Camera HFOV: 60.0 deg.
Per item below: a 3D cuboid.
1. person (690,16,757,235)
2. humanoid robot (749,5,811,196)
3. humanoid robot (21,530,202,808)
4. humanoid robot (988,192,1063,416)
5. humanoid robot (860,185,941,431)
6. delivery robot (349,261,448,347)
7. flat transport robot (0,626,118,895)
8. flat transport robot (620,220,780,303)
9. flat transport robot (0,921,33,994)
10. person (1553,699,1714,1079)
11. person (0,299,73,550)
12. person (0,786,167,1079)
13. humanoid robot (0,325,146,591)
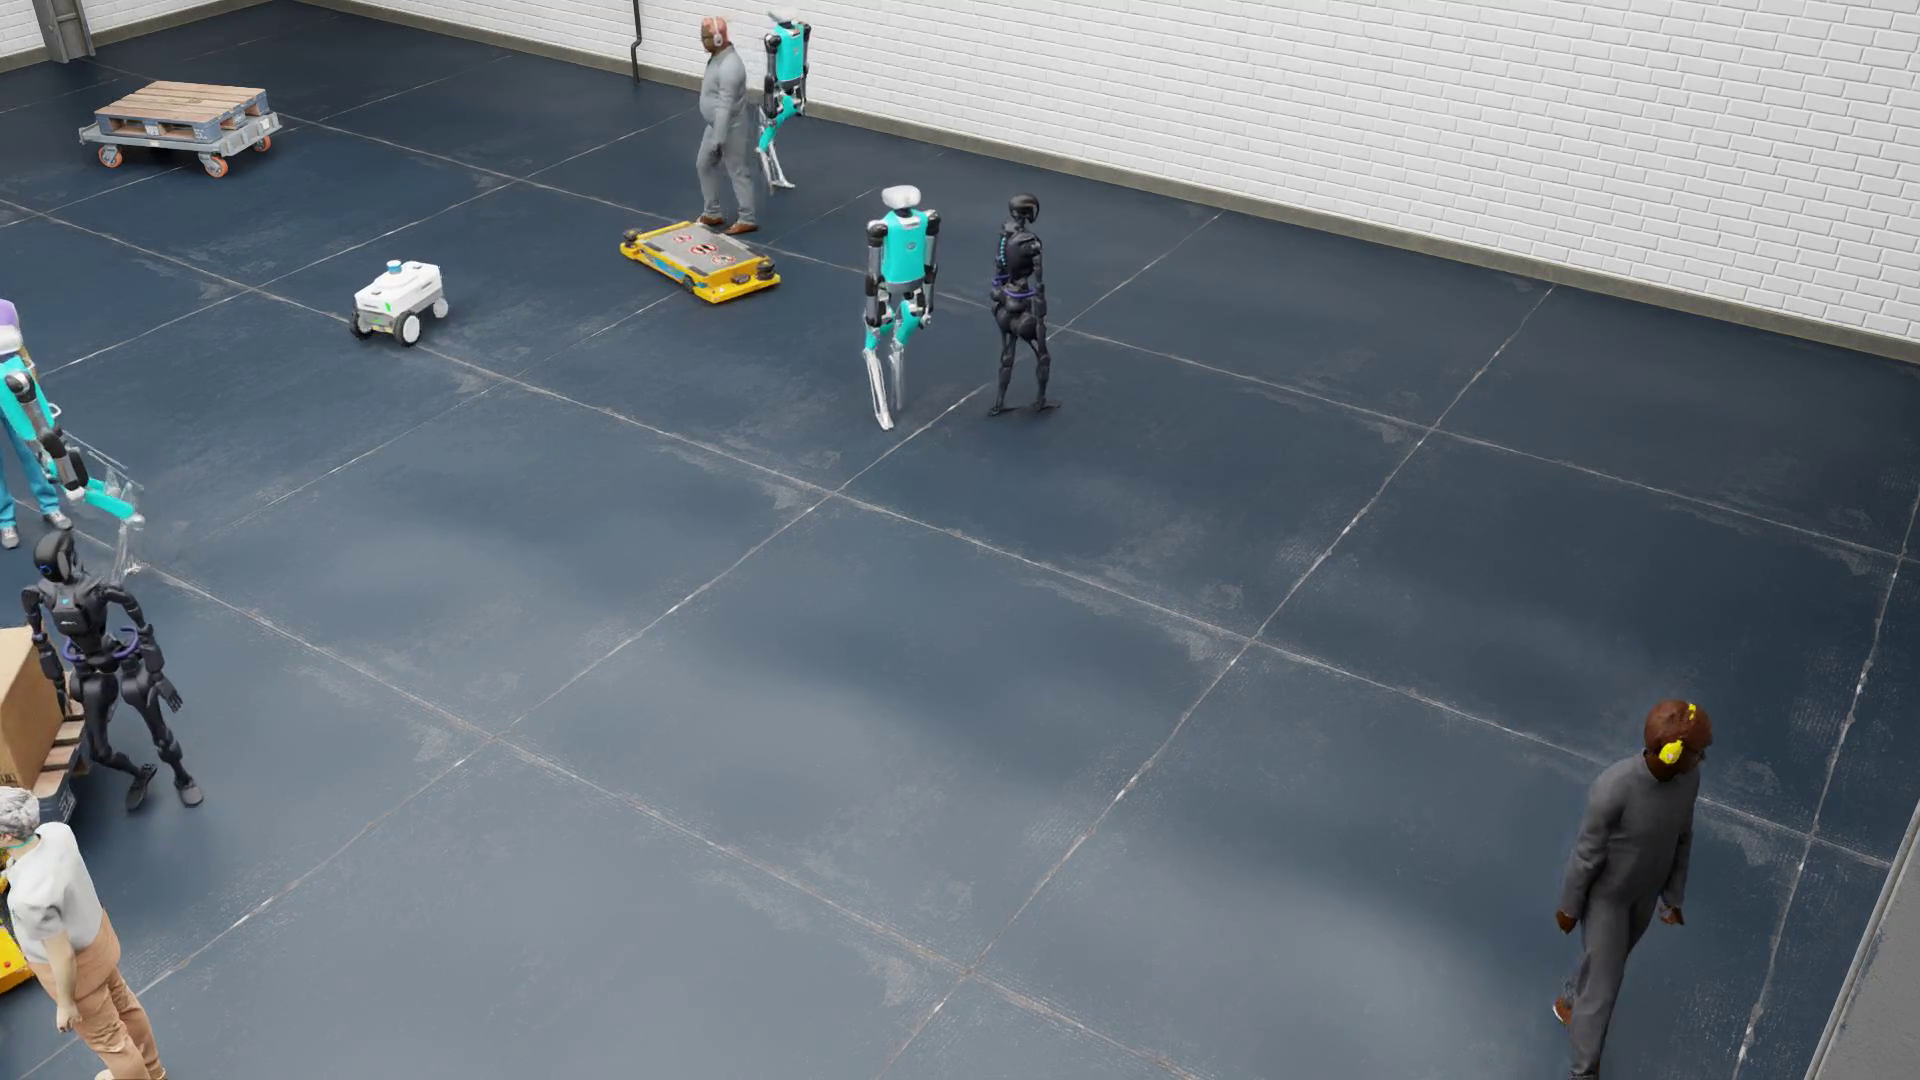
[{"bbox_3d":[-2.113,-3.499,14.204,0.696,1.888,0.645,-12,35,-18],"label":"person"},{"bbox_3d":[-1.700,-3.953,15.097,0.721,1.835,0.536,22,39,30],"label":"humanoid robot"},{"bbox_3d":[-4.053,0.634,7.969,0.592,1.645,0.354,-2,33,-3],"label":"humanoid robot"},{"bbox_3d":[0.451,-1.635,11.509,0.561,1.646,0.608,-18,37,-25],"label":"humanoid robot"},{"bbox_3d":[-0.499,-1.615,11.447,0.534,1.834,0.704,-18,37,-26],"label":"humanoid robot"},{"bbox_3d":[-4.348,-1.860,12.888,0.499,0.597,0.779,11,34,17],"label":"delivery robot"},{"bbox_3d":[-4.925,1.255,8.303,0.659,0.231,1.431,-5,33,-8],"label":"flat transport robot"},{"bbox_3d":[-2.191,-2.357,13.923,0.659,0.231,1.431,-25,41,-34],"label":"flat transport robot"},{"bbox_3d":[-4.852,2.014,7.123,1.431,0.231,0.659,-28,42,-36],"label":"flat transport robot"},{"bbox_3d":[2.680,1.476,6.508,0.547,1.841,0.758,-13,35,-20],"label":"person"},{"bbox_3d":[-5.880,-0.840,10.105,0.568,1.842,0.372,-26,41,-34],"label":"person"},{"bbox_3d":[-3.399,1.618,6.370,0.327,1.748,0.482,-8,34,-12],"label":"person"},{"bbox_3d":[-5.063,-0.457,9.665,0.728,1.828,0.544,-28,42,-36],"label":"humanoid robot"}]
